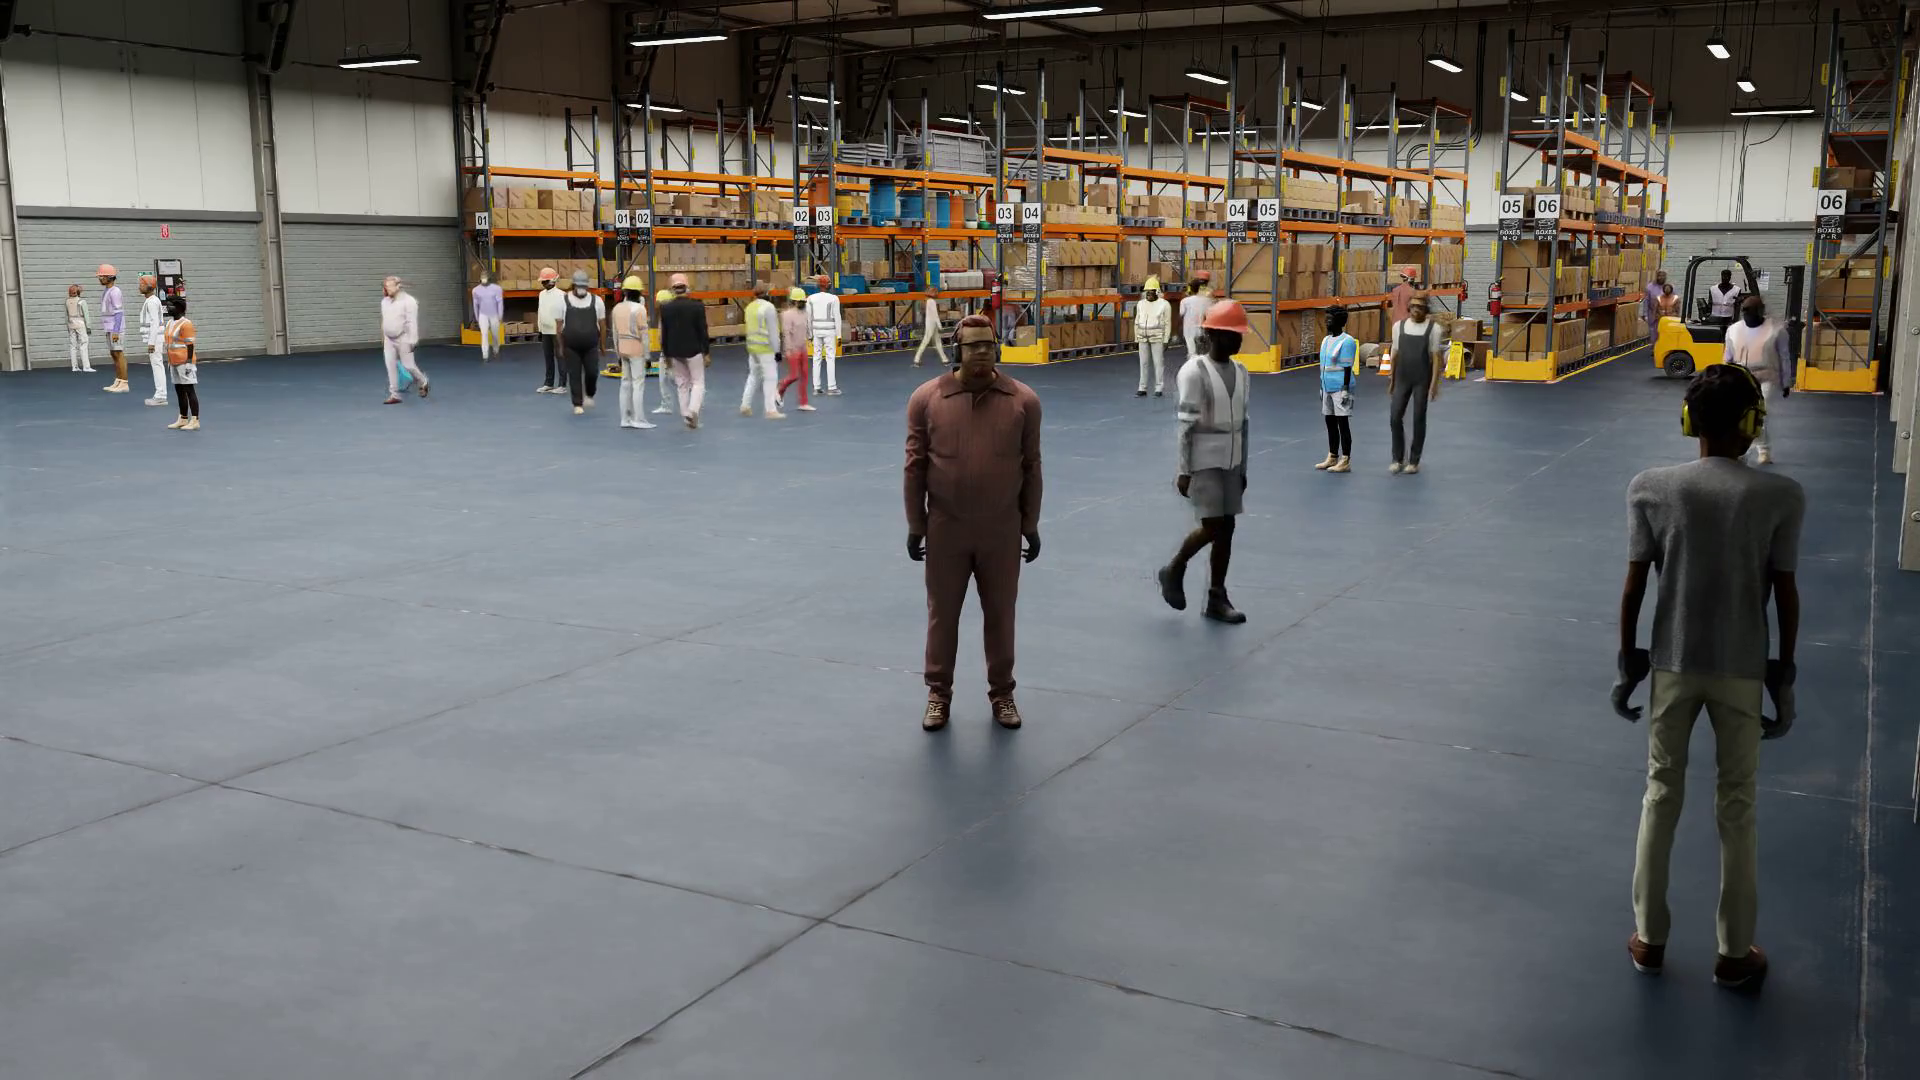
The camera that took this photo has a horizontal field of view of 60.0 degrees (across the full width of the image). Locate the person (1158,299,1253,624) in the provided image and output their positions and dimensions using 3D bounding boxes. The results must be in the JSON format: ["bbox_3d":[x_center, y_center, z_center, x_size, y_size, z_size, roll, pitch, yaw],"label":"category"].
[{"bbox_3d":[1.492,-0.463,9.892,0.570,1.924,0.503,-8,12,-38],"label":"person"}]

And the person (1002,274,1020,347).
[{"bbox_3d":[1.106,-5.265,38.496,0.533,1.752,0.525,2,10,10],"label":"person"}]

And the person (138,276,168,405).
[{"bbox_3d":[-11.829,-2.915,24.367,0.355,1.884,0.575,-5,11,-25],"label":"person"}]

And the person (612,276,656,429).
[{"bbox_3d":[-4.121,-2.368,21.034,0.593,1.924,0.380,7,12,37],"label":"person"}]

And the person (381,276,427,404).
[{"bbox_3d":[-8.271,-2.971,24.670,0.642,1.892,0.692,3,10,20],"label":"person"}]

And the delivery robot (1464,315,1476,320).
[{"bbox_3d":[13.872,-5.917,45.550,0.707,0.478,0.477,-2,10,-11],"label":"delivery robot"}]

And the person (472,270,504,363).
[{"bbox_3d":[-9.696,-4.604,34.221,0.626,1.901,0.937,-2,10,-12],"label":"person"}]

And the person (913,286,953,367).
[{"bbox_3d":[-0.532,-4.199,32.757,0.871,1.587,0.503,-1,10,-5],"label":"person"}]

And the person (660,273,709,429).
[{"bbox_3d":[-3.460,-2.344,20.842,0.657,1.965,0.559,2,10,14],"label":"person"}]

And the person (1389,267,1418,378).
[{"bbox_3d":[7.875,-3.831,29.426,0.401,1.989,0.615,-5,11,-26],"label":"person"}]

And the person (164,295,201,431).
[{"bbox_3d":[-9.756,-2.215,20.814,0.541,1.696,0.316,7,12,36],"label":"person"}]

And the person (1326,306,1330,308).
[{"bbox_3d":[11.038,-7.270,49.705,0.373,1.934,0.551,7,12,34],"label":"person"}]

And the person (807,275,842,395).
[{"bbox_3d":[-2.121,-3.207,26.070,0.586,1.883,0.340,4,10,22],"label":"person"}]

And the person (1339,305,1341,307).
[{"bbox_3d":[11.113,-7.059,48.302,0.999,2.006,0.620,3,10,17],"label":"person"}]

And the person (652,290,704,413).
[{"bbox_3d":[-3.973,-2.620,23.140,0.629,1.718,0.497,-6,11,-30],"label":"person"}]

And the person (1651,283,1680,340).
[{"bbox_3d":[14.619,-4.505,34.493,0.525,1.606,0.808,5,11,27],"label":"person"}]

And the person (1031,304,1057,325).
[{"bbox_3d":[1.902,-5.226,37.760,0.629,1.932,0.365,0,10,-1],"label":"person"}]

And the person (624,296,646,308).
[{"bbox_3d":[-6.717,-4.511,34.443,0.505,1.632,0.264,3,10,19],"label":"person"}]

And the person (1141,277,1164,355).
[{"bbox_3d":[4.191,-4.882,36.364,0.528,1.738,0.890,6,11,31],"label":"person"}]

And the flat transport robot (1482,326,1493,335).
[{"bbox_3d":[14.713,-5.757,45.721,0.652,0.197,1.431,3,10,16],"label":"flat transport robot"}]

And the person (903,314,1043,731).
[{"bbox_3d":[0.062,-0.074,7.656,0.649,1.912,0.409,-1,10,-4],"label":"person"}]

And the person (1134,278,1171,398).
[{"bbox_3d":[2.932,-3.085,25.510,0.599,1.832,0.404,6,11,31],"label":"person"}]

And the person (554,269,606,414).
[{"bbox_3d":[-5.243,-2.755,22.969,0.694,2.000,0.609,-3,10,-19],"label":"person"}]

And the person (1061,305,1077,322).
[{"bbox_3d":[2.951,-6.284,43.969,0.573,1.920,0.490,4,11,24],"label":"person"}]

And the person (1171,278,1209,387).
[{"bbox_3d":[3.748,-3.311,26.899,0.517,1.822,0.995,-6,11,-30],"label":"person"}]

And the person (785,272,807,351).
[{"bbox_3d":[-3.724,-5.159,37.702,0.620,1.809,0.732,4,10,22],"label":"person"}]

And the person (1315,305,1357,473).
[{"bbox_3d":[3.797,-1.524,16.793,0.321,1.689,0.530,-4,10,-20],"label":"person"}]

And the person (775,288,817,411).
[{"bbox_3d":[-2.327,-2.668,23.343,0.514,1.737,0.580,6,11,31],"label":"person"}]

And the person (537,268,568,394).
[{"bbox_3d":[-6.485,-3.316,26.411,0.608,1.986,0.391,6,11,32],"label":"person"}]

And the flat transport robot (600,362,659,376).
[{"bbox_3d":[-5.756,-3.110,30.219,1.431,0.197,0.652,-6,11,-30],"label":"flat transport robot"}]

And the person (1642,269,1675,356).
[{"bbox_3d":[15.127,-4.915,36.068,0.660,1.877,0.740,5,11,26],"label":"person"}]

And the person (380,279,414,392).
[{"bbox_3d":[-8.959,-3.234,26.419,0.428,1.822,0.616,3,10,15],"label":"person"}]

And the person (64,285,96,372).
[{"bbox_3d":[-16.552,-3.966,31.230,0.523,1.640,0.306,3,10,15],"label":"person"}]

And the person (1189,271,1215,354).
[{"bbox_3d":[4.740,-4.325,32.647,0.584,1.866,1.032,5,11,26],"label":"person"}]

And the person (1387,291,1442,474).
[{"bbox_3d":[4.465,-1.543,16.471,0.521,1.826,0.693,6,11,30],"label":"person"}]

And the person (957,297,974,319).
[{"bbox_3d":[0.169,-6.893,48.456,0.506,1.611,0.704,3,10,17],"label":"person"}]

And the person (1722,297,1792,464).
[{"bbox_3d":[8.243,-1.626,17.219,1.000,1.774,0.629,-7,12,-36],"label":"person"}]

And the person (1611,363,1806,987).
[{"bbox_3d":[2.237,0.404,4.995,0.519,1.865,0.331,6,11,30],"label":"person"}]

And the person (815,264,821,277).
[{"bbox_3d":[-4.018,-6.930,47.629,0.613,1.963,0.361,8,13,40],"label":"person"}]

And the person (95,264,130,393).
[{"bbox_3d":[-13.534,-3.366,26.542,0.378,2.044,0.607,-8,12,-38],"label":"person"}]

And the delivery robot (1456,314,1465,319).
[{"bbox_3d":[13.898,-6.016,46.129,0.477,0.478,0.707,-3,10,-18],"label":"delivery robot"}]

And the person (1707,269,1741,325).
[{"bbox_3d":[14.983,-4.353,32.676,0.593,1.921,0.392,5,11,28],"label":"person"}]

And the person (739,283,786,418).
[{"bbox_3d":[-2.663,-2.534,22.393,0.468,1.821,0.685,-8,12,-38],"label":"person"}]
